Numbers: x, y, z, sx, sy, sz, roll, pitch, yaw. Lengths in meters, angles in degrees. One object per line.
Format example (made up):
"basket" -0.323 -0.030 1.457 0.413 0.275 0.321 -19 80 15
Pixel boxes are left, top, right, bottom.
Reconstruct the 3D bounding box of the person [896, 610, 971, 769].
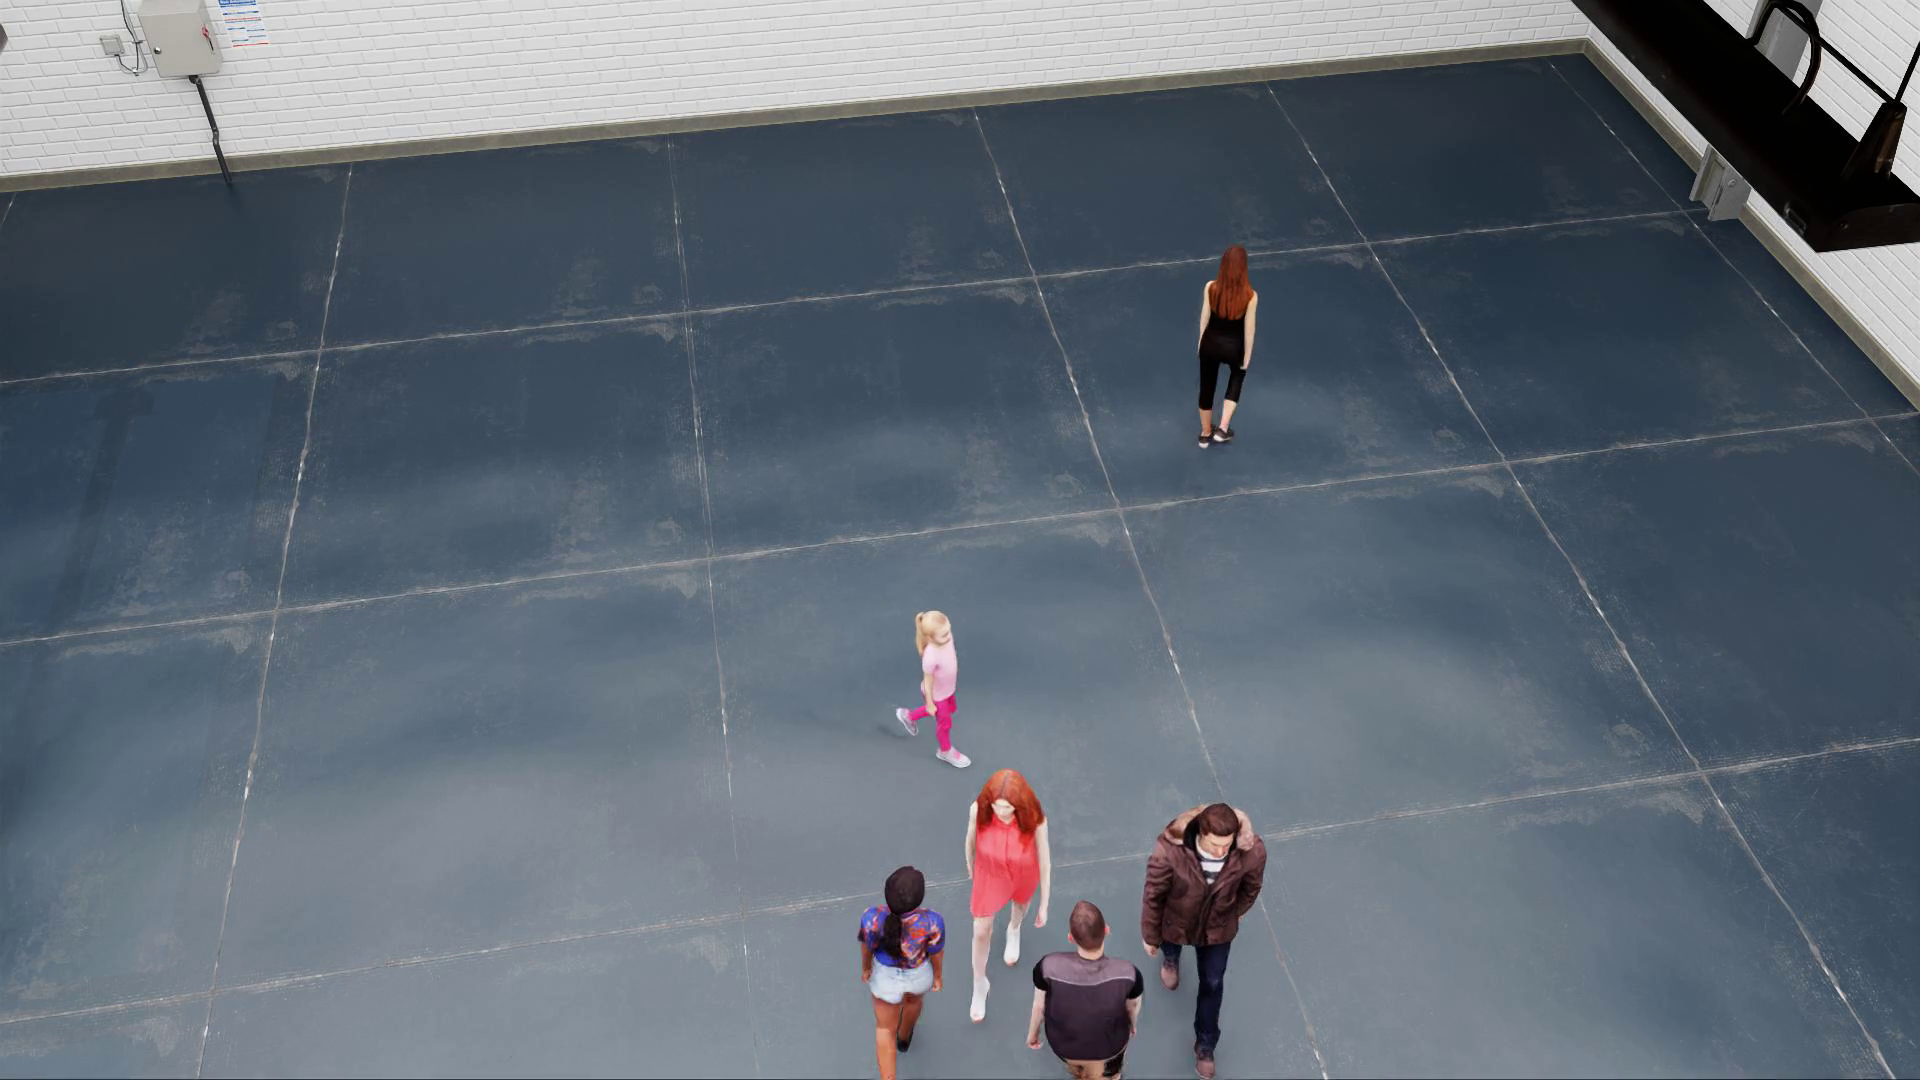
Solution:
"person" -0.173 0.875 10.102 0.779 1.261 0.770 17 46 17

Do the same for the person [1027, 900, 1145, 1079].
"person" 0.596 2.499 8.020 1.001 1.783 1.284 9 44 9

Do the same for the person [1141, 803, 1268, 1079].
"person" 1.215 1.868 8.671 0.946 1.798 1.208 4 44 4

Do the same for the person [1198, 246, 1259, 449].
"person" 1.879 -1.344 12.103 0.679 1.716 0.719 14 45 15

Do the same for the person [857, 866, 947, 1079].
"person" -0.288 2.267 8.310 0.717 1.719 1.079 0 44 0

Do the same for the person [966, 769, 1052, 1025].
"person" 0.273 1.708 8.837 0.767 1.802 0.951 4 44 4
